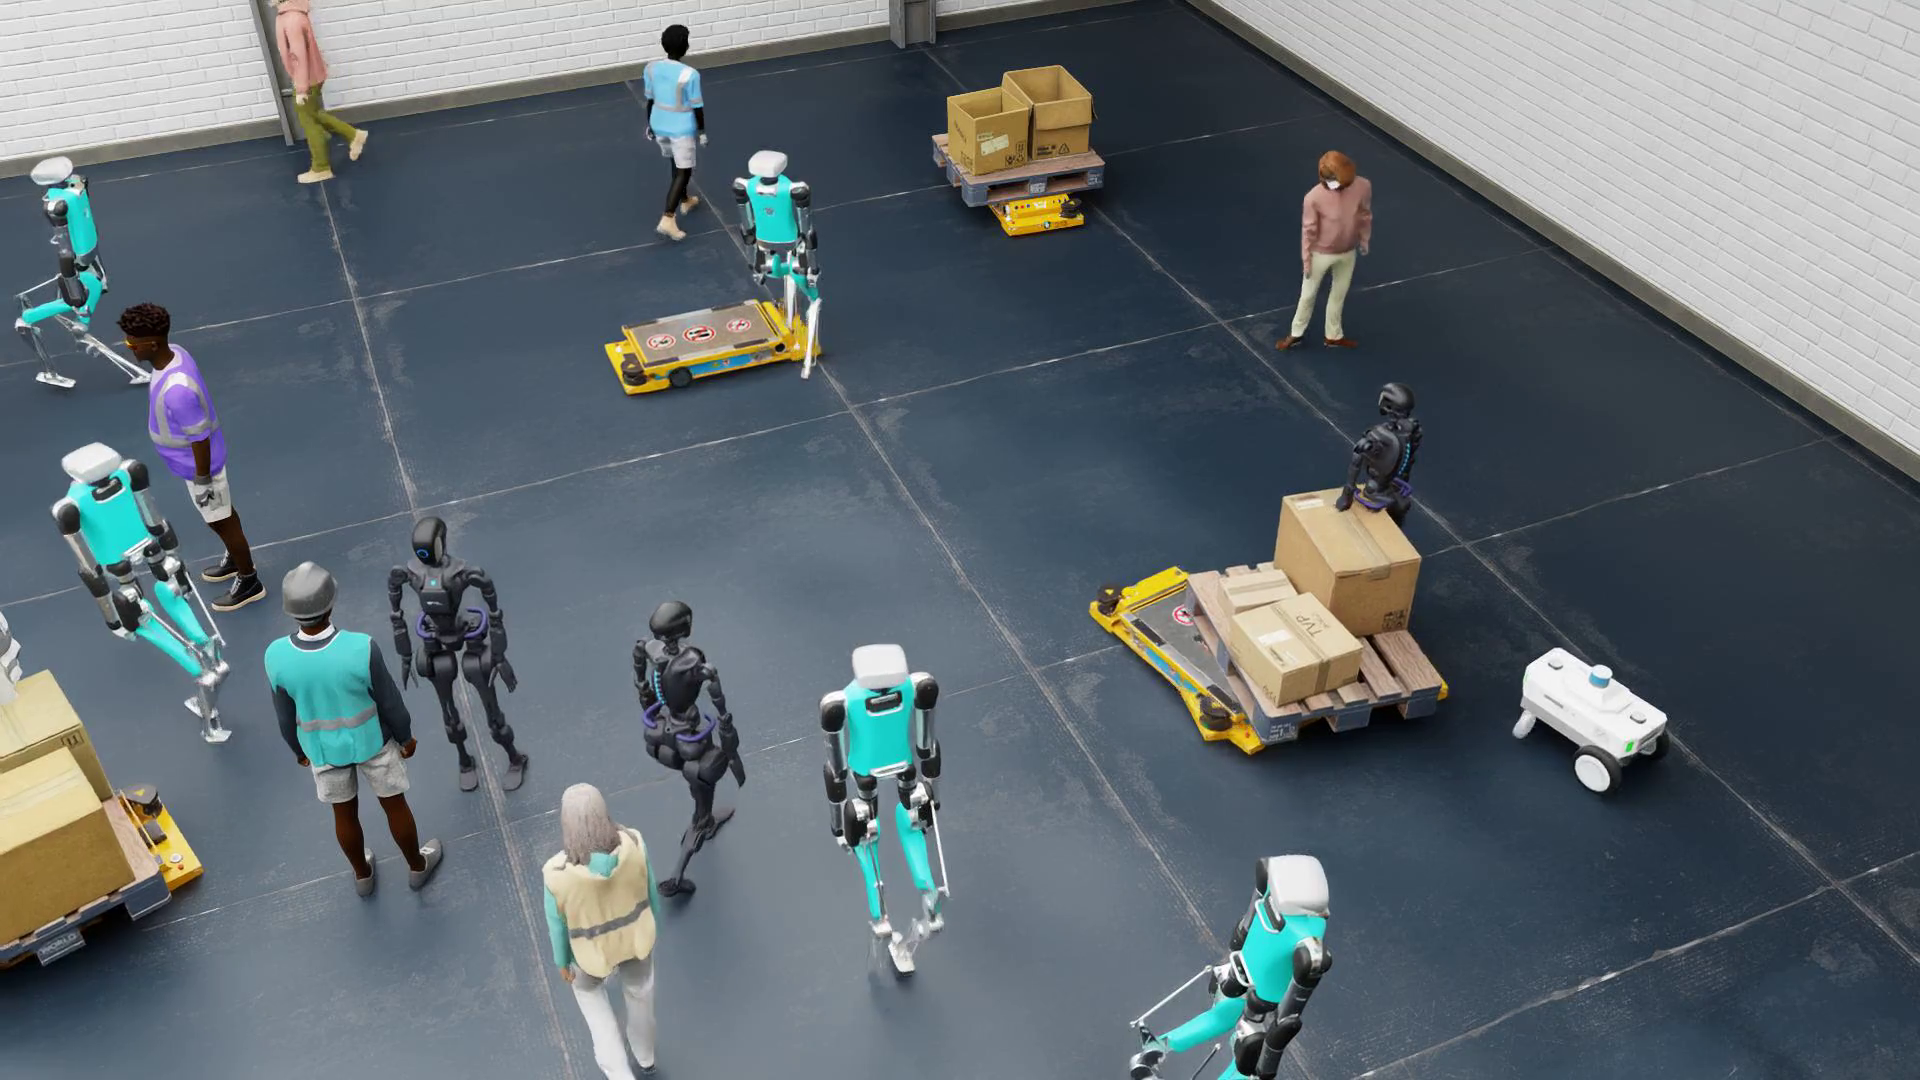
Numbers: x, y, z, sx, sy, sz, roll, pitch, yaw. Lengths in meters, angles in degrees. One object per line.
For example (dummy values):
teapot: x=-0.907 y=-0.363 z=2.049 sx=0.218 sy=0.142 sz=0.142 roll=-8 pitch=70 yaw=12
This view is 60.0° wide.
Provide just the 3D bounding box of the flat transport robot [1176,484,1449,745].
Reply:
flat transport robot: x=1.938 y=0.736 z=9.315 sx=1.431 sy=0.231 sz=0.659 roll=-9 pitch=38 yaw=-11

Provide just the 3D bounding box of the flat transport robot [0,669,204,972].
flat transport robot: x=-4.501 y=1.723 z=8.031 sx=1.431 sy=0.231 sz=0.659 roll=-27 pitch=45 yaw=-31

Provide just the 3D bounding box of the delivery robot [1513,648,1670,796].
delivery robot: x=3.350 y=0.937 z=8.818 sx=0.527 sy=0.592 sz=0.764 roll=-25 pitch=44 yaw=-29

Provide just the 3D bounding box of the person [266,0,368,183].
person: x=-5.506 y=-3.936 z=14.130 sx=0.578 sy=1.817 sz=0.529 roll=-16 pitch=40 yaw=-19

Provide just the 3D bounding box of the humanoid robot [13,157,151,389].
humanoid robot: x=-6.205 y=-1.755 z=11.391 sx=1.029 sy=1.764 sz=0.540 roll=-3 pitch=38 yaw=-4

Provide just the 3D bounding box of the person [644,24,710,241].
person: x=-2.337 y=-3.279 z=13.401 sx=0.548 sy=1.660 sz=0.761 roll=18 pitch=41 yaw=22

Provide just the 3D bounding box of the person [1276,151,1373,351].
person: x=2.682 y=-2.030 z=11.825 sx=0.621 sy=1.595 sz=0.316 roll=-9 pitch=39 yaw=-12

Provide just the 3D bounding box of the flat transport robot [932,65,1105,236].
flat transport robot: x=0.498 y=-3.027 z=14.214 sx=0.659 sy=0.231 sz=1.431 roll=-12 pitch=39 yaw=-15

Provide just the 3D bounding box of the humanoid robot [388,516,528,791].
humanoid robot: x=-2.543 y=0.576 z=8.360 sx=0.589 sy=1.651 sz=0.346 roll=-1 pitch=38 yaw=-2

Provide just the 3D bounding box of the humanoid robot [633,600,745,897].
humanoid robot: x=-1.321 y=0.966 z=7.894 sx=0.584 sy=1.636 sz=0.722 roll=19 pitch=41 yaw=23

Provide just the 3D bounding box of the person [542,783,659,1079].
person: x=-1.454 y=1.674 z=6.920 sx=0.474 sy=1.696 sz=0.412 roll=-17 pitch=41 yaw=-21

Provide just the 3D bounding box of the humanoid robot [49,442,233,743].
humanoid robot: x=-4.069 y=0.339 z=8.606 sx=0.773 sy=1.759 sz=0.533 roll=17 pitch=41 yaw=21

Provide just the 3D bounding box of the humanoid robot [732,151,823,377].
humanoid robot: x=-1.200 y=-2.008 z=11.691 sx=0.539 sy=1.755 sz=0.843 roll=6 pitch=38 yaw=8

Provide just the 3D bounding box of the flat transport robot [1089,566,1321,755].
flat transport robot: x=1.426 y=0.627 z=9.457 sx=0.659 sy=0.231 sz=1.431 roll=-22 pitch=43 yaw=-26

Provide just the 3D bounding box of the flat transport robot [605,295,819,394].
flat transport robot: x=-1.815 y=-1.430 z=12.135 sx=1.431 sy=0.231 sz=0.659 roll=-14 pitch=40 yaw=-18

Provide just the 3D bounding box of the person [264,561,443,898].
person: x=-2.827 y=0.921 z=7.704 sx=0.568 sy=1.938 sz=0.415 roll=-5 pitch=38 yaw=-7

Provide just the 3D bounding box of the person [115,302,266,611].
person: x=-4.376 y=-0.477 z=9.502 sx=0.361 sy=1.964 sz=0.612 roll=-18 pitch=41 yaw=-22

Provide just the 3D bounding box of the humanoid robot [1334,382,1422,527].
humanoid robot: x=2.296 y=-0.155 z=9.324 sx=0.588 sy=1.656 sz=0.327 roll=-25 pitch=44 yaw=-28

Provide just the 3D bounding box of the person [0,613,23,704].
person: x=-4.704 y=0.670 z=8.078 sx=0.355 sy=1.883 sz=0.573 roll=-31 pitch=47 yaw=-34

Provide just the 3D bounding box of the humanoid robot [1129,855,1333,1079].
humanoid robot: x=0.982 y=1.973 z=6.589 sx=0.766 sy=1.877 sz=0.544 roll=-7 pitch=38 yaw=-9

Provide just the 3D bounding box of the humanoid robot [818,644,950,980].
humanoid robot: x=-0.266 y=1.369 z=7.361 sx=0.534 sy=1.870 sz=0.746 roll=-13 pitch=39 yaw=-16
